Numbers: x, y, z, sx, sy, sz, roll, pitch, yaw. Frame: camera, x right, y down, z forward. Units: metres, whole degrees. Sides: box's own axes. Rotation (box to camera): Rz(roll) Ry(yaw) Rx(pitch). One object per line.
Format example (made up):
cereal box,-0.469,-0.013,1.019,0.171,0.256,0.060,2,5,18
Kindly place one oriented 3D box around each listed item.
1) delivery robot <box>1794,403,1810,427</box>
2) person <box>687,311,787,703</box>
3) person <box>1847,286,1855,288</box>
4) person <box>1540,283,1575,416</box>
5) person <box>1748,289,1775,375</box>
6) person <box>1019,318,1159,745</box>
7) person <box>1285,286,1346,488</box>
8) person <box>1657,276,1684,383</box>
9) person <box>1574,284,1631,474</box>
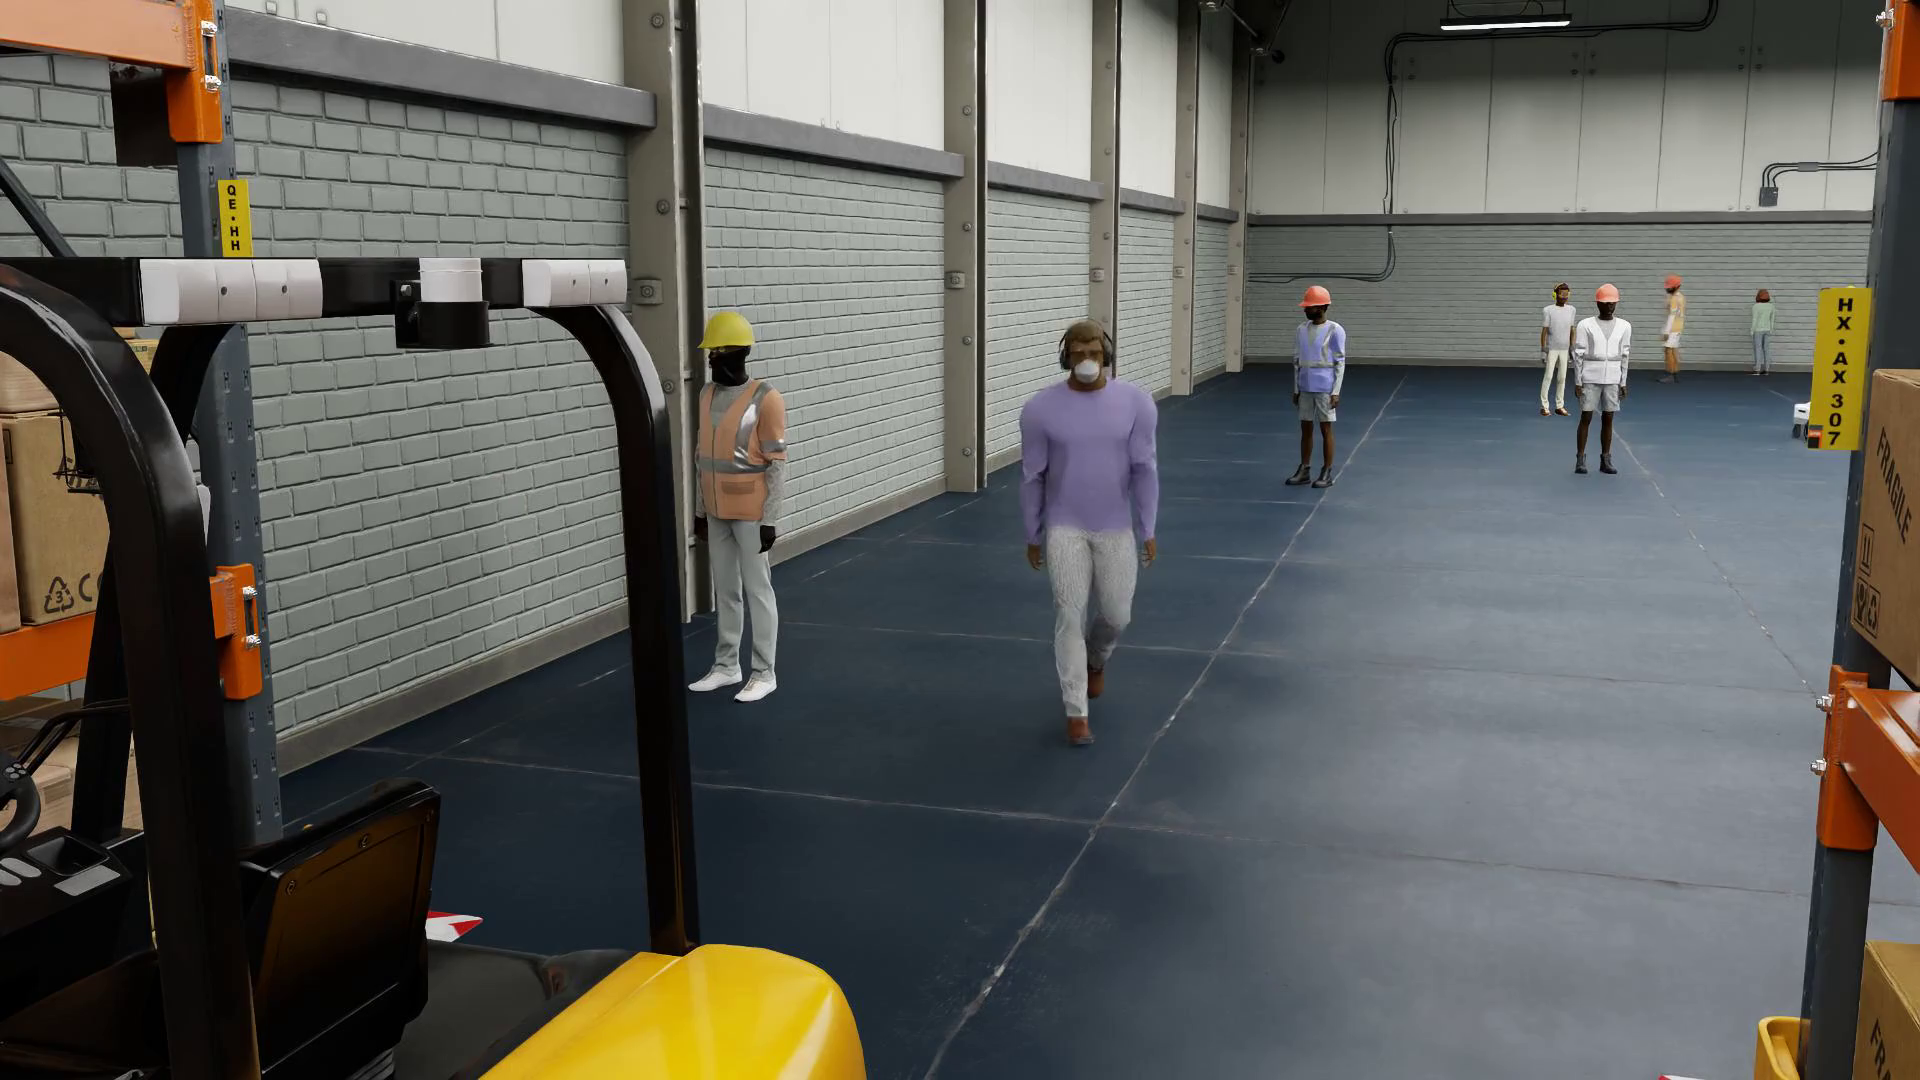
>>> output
delivery robot,10.405,-1.516,20.106,0.477,0.478,0.707,0,10,0
person,-1.112,-0.162,8.238,0.584,1.929,0.371,8,12,39
person,14.551,-3.280,27.294,0.525,1.769,0.312,1,10,6
person,8.392,-2.664,23.349,0.509,1.863,0.311,-2,10,-12
person,15.301,-3.966,31.768,0.505,1.631,0.281,-3,10,-17
person,0.586,-0.060,7.661,0.637,1.924,0.713,0,10,0
person,3.417,-1.462,15.962,0.376,1.934,0.547,-8,13,-41
person,12.682,-3.732,29.597,0.352,1.909,0.618,7,12,36
person,6.560,-1.638,17.003,0.544,1.939,0.354,1,10,4
